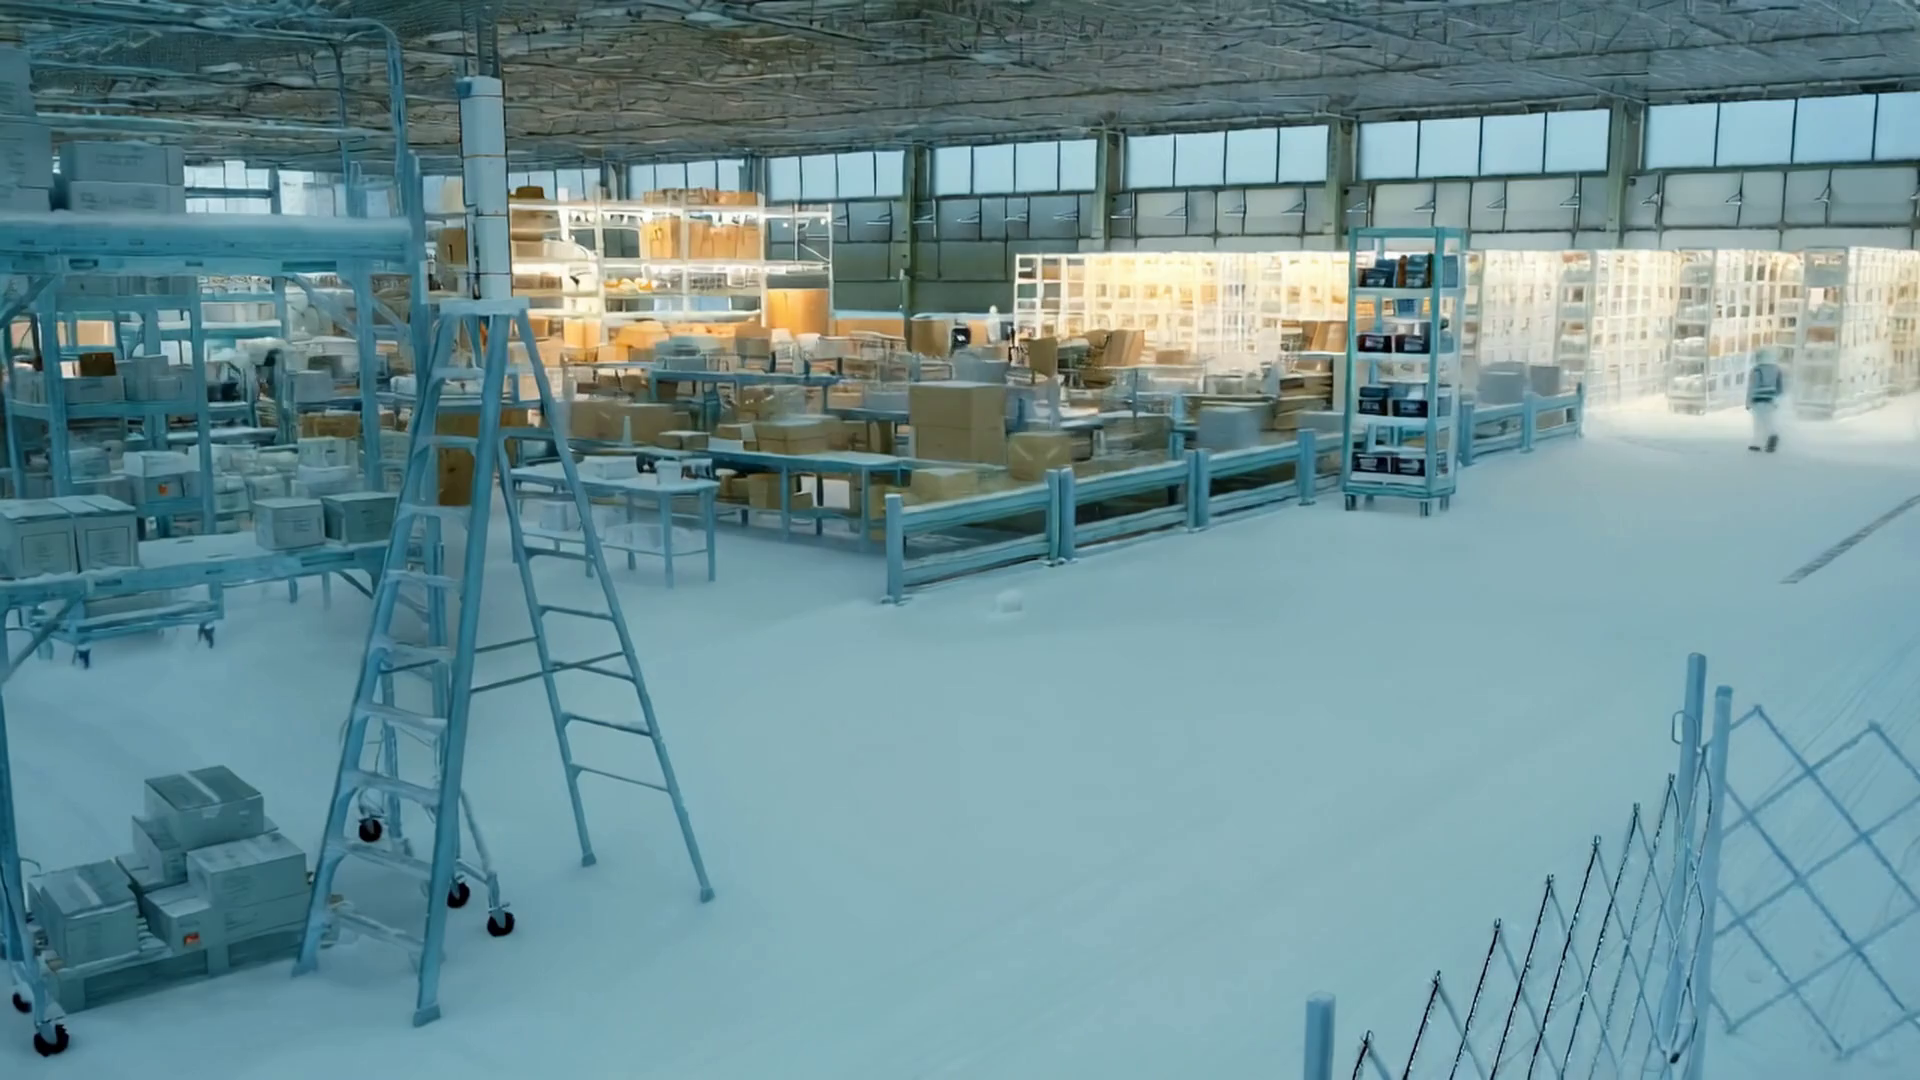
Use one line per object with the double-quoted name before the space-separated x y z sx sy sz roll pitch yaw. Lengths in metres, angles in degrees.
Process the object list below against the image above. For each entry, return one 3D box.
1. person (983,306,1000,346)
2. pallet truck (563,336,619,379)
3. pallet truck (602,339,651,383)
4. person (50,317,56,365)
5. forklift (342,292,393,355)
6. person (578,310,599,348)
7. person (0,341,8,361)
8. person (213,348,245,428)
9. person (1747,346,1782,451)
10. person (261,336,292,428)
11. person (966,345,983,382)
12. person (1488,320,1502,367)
"person" 1.052 -6.631 54.202 0.611 1.985 0.393 5 10 29
"pallet truck" -10.690 -5.294 48.215 1.601 1.201 0.680 -5 10 -26
"pallet truck" -8.991 -4.871 45.351 0.653 1.274 1.630 7 11 37
"person" -30.064 -6.549 54.849 0.523 1.620 0.669 7 12 39
"forklift" -16.485 -5.622 45.120 1.129 2.768 1.873 7 11 37
"person" -11.295 -6.030 50.649 0.624 1.931 0.378 -1 9 -6
"person" -28.429 -5.634 49.123 0.668 1.603 0.498 7 12 38
"person" -13.656 -2.748 30.988 0.532 1.660 0.856 8 12 40
"person" 13.669 -2.375 28.224 0.598 1.815 0.722 -2 9 -14
"person" -13.519 -3.133 32.887 0.611 1.818 0.563 6 11 33
"person" 0.328 -2.684 30.340 0.871 1.721 0.552 1 9 5
"person" 15.011 -5.311 46.563 0.595 1.789 0.985 -9 12 -43
